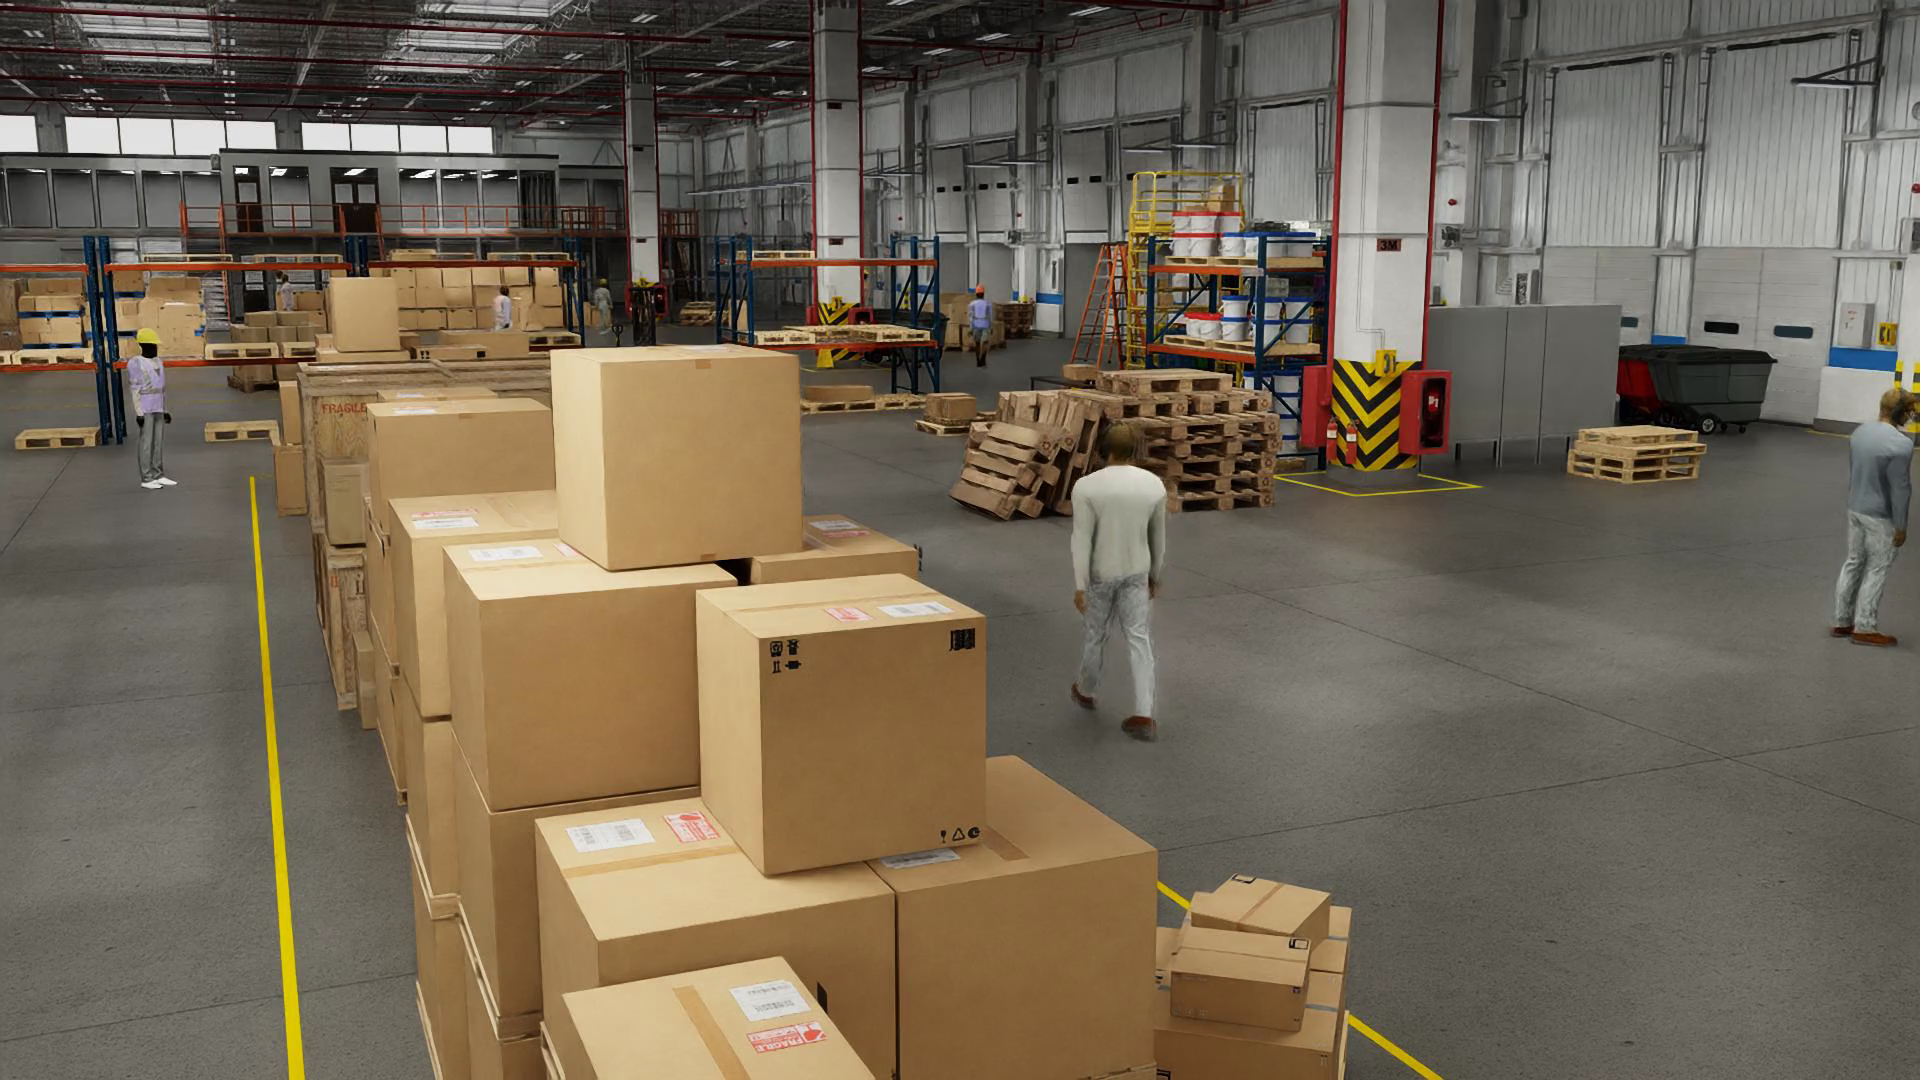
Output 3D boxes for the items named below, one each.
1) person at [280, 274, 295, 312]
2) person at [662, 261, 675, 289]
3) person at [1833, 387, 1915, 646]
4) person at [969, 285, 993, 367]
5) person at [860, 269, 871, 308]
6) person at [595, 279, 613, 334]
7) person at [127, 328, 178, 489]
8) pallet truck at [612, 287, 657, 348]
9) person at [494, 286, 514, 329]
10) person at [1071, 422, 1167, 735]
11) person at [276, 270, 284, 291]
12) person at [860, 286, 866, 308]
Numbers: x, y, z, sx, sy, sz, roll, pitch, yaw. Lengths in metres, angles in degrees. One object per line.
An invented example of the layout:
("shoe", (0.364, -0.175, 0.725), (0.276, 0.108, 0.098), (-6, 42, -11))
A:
("person", (-20.160, -7.002, 49.873), (0.376, 1.940, 0.629), (-2, 10, -9))
("person", (-13.012, -11.422, 74.114), (0.612, 1.986, 0.407), (0, 10, -3))
("person", (6.766, -0.171, 12.278), (0.374, 1.926, 0.638), (-1, 10, -5))
("person", (0.488, -4.992, 38.835), (0.574, 1.924, 0.454), (1, 10, 5))
("person", (-3.429, -8.739, 59.484), (0.594, 1.922, 0.385), (-10, 14, -43))
("person", (-11.233, -7.377, 52.599), (0.489, 1.701, 0.858), (4, 11, 21))
("person", (-9.725, -1.581, 20.056), (0.398, 1.920, 0.603), (1, 10, 7))
("pallet truck", (-6.464, -4.406, 35.401), (0.823, 1.965, 1.885), (6, 12, 32))
("person", (-11.660, -5.575, 42.438), (0.634, 1.792, 1.011), (8, 13, 38))
("person", (0.968, 0.215, 10.251), (0.644, 1.887, 1.045), (-3, 11, -16))
("person", (-23.880, -8.531, 58.450), (0.339, 1.882, 0.584), (-2, 11, -13))
("person", (-3.206, -7.164, 51.185), (0.653, 1.790, 0.967), (-2, 11, -12))
